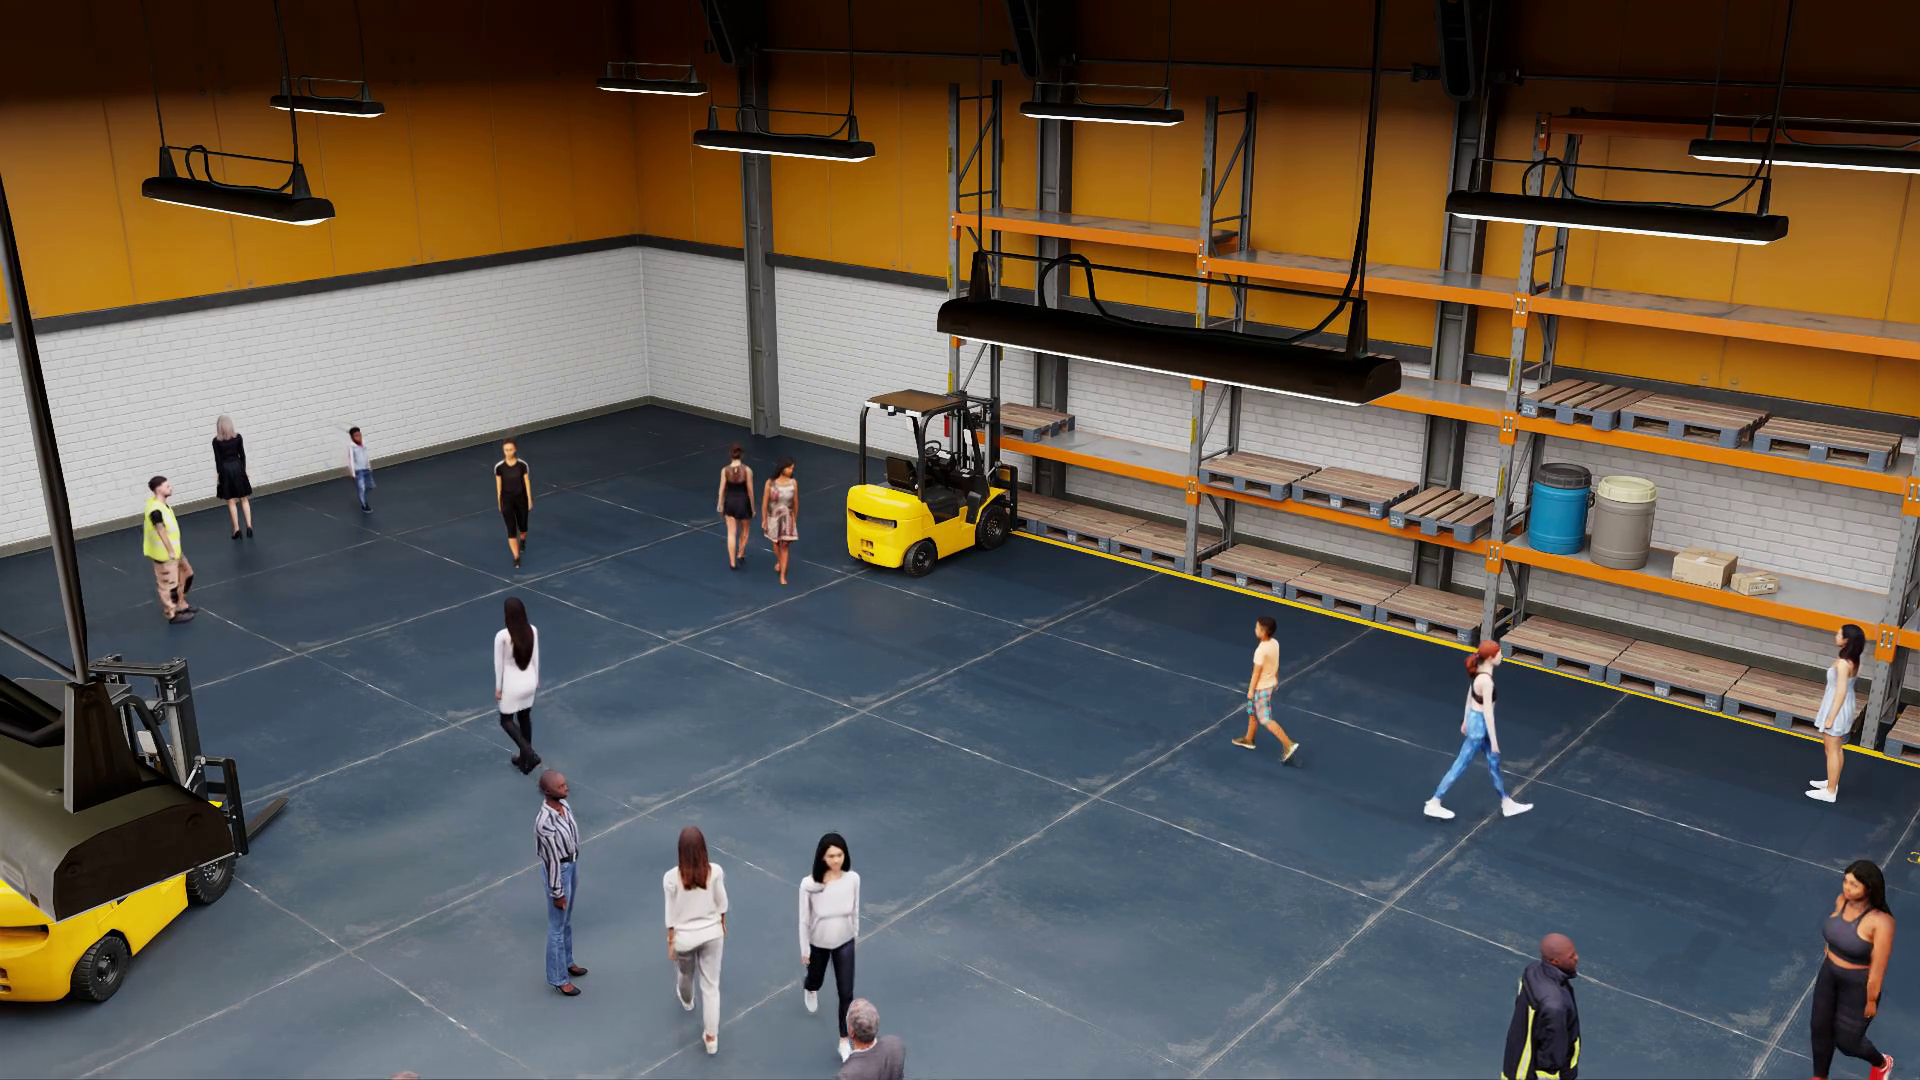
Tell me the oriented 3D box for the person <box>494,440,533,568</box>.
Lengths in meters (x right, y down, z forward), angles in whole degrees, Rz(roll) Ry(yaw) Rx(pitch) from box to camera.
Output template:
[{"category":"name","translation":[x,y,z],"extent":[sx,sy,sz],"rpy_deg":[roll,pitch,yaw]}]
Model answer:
[{"category":"person","translation":[-5.846,-0.519,21.817],"extent":[0.954,1.646,1.111],"rpy_deg":[-5,19,-15]}]

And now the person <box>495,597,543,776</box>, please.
[{"category":"person","translation":[-4.171,1.424,15.810],"extent":[0.854,1.797,0.655],"rpy_deg":[17,25,41]}]

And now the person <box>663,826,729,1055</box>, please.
[{"category":"person","translation":[-1.847,2.860,11.781],"extent":[0.960,1.649,1.124],"rpy_deg":[-6,20,-17]}]

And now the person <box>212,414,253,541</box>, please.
[{"category":"person","translation":[-9.934,-0.867,22.695],"extent":[0.576,1.746,0.610],"rpy_deg":[17,25,41]}]

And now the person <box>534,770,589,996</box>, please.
[{"category":"person","translation":[-3.007,2.544,12.490],"extent":[0.745,1.795,0.710],"rpy_deg":[0,19,1]}]

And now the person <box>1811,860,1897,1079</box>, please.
[{"category":"person","translation":[6.059,2.977,11.189],"extent":[1.028,1.804,0.991],"rpy_deg":[-4,19,-11]}]

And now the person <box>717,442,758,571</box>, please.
[{"category":"person","translation":[-2.870,-0.415,21.487],"extent":[0.879,1.660,0.942],"rpy_deg":[-1,19,-2]}]

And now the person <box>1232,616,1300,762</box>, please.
[{"category":"person","translation":[3.042,1.461,16.269],"extent":[0.979,1.435,0.612],"rpy_deg":[12,22,31]}]

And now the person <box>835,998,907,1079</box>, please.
[{"category":"person","translation":[-0.451,3.506,9.620],"extent":[0.797,1.803,1.232],"rpy_deg":[-16,24,-40]}]

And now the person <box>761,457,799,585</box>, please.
[{"category":"person","translation":[-2.300,-0.278,21.207],"extent":[1.125,1.579,1.182],"rpy_deg":[-1,19,-4]}]

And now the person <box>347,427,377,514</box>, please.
[{"category":"person","translation":[-8.659,-1.029,23.950],"extent":[0.632,1.252,0.535],"rpy_deg":[11,22,31]}]

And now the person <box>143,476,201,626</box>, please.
[{"category":"person","translation":[-9.436,0.125,19.612],"extent":[0.926,1.833,0.835],"rpy_deg":[-8,20,-22]}]

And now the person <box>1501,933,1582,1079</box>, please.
[{"category":"person","translation":[3.613,3.248,10.358],"extent":[0.875,1.821,0.861],"rpy_deg":[2,19,6]}]

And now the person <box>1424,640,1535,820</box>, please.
[{"category":"person","translation":[4.559,1.756,14.933],"extent":[1.261,1.729,1.066],"rpy_deg":[2,19,5]}]

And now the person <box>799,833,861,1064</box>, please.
[{"category":"person","translation":[-0.947,2.828,11.830],"extent":[0.988,1.678,1.148],"rpy_deg":[-5,19,-15]}]

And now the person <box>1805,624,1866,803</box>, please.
[{"category":"person","translation":[8.143,1.589,15.427],"extent":[0.529,1.729,0.592],"rpy_deg":[13,23,35]}]
